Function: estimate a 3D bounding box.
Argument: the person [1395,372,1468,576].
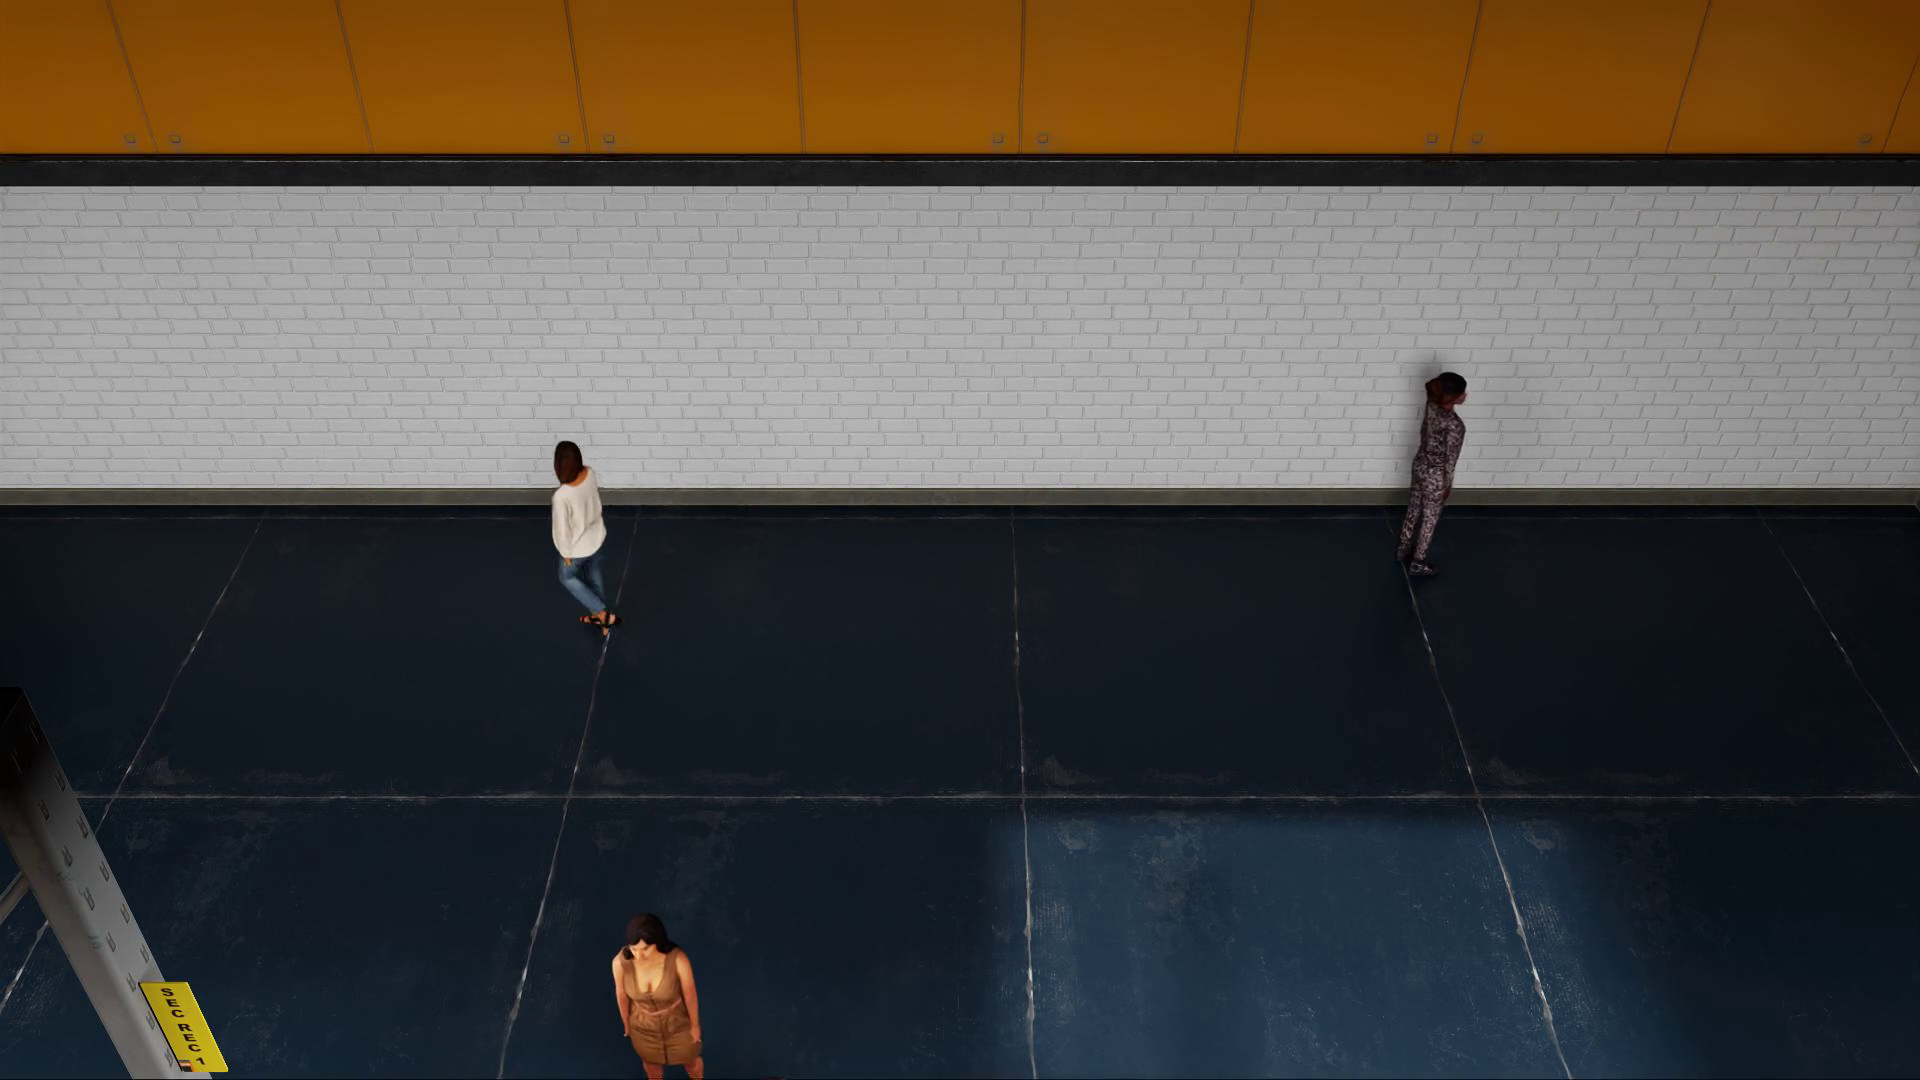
[{"bbox_3d":[3.496,-0.495,12.330,0.678,1.714,0.542,-9,40,-11],"label":"person"}]

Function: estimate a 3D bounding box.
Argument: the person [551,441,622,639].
[{"bbox_3d":[-2.595,0.025,11.713,0.828,1.672,0.765,20,43,23],"label":"person"}]

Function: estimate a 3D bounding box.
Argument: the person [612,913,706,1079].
[{"bbox_3d":[-1.539,2.478,8.631,0.554,1.685,0.500,0,39,0],"label":"person"}]
